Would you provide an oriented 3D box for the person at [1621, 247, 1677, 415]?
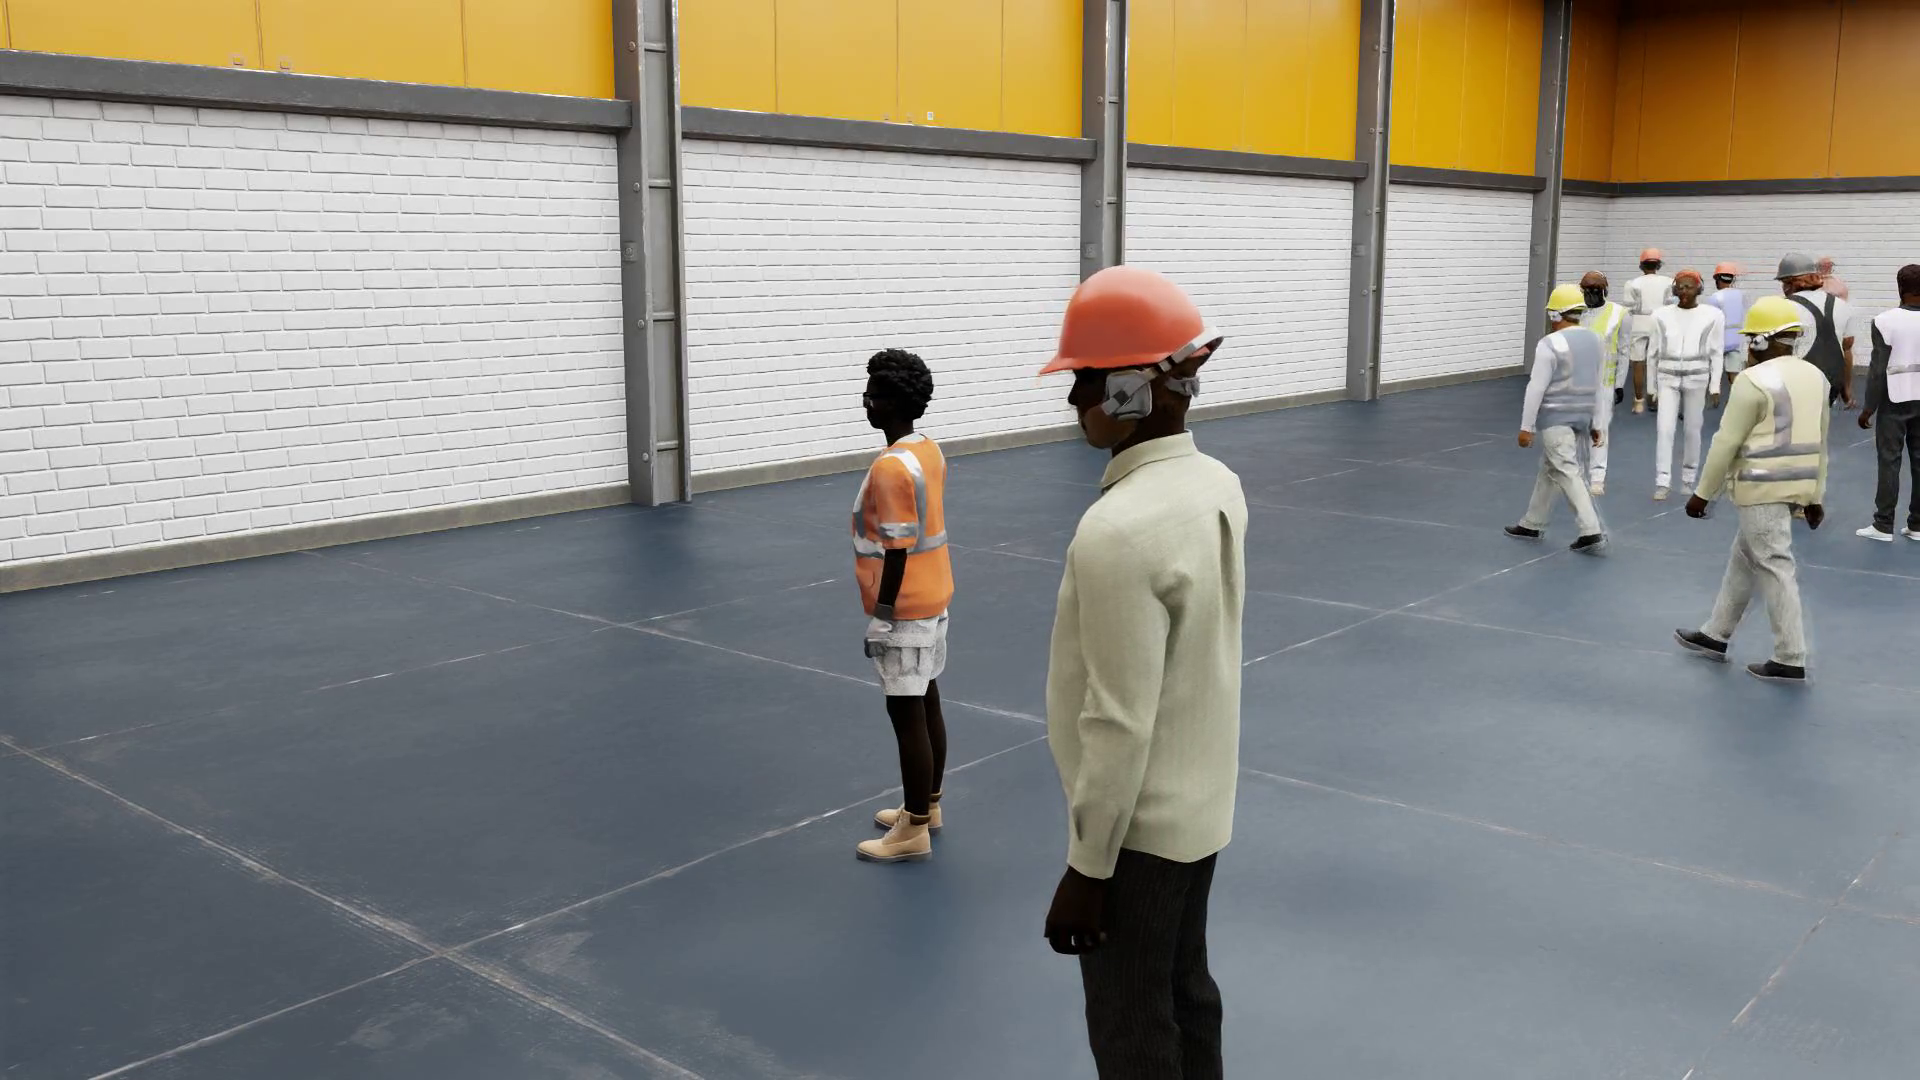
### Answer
[{"bbox_3d":[8.334,-2.531,20.208,0.632,2.032,0.420,1,10,7],"label":"person"}]

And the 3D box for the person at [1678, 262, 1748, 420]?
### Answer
[{"bbox_3d":[8.777,-2.249,19.106,0.537,1.880,0.979,-2,10,-13],"label":"person"}]

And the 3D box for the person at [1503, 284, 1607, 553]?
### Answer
[{"bbox_3d":[4.061,-0.820,11.178,0.607,1.792,0.915,-6,12,-31],"label":"person"}]

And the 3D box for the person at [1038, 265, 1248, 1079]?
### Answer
[{"bbox_3d":[0.326,0.502,3.064,0.382,1.992,0.609,4,11,24],"label":"person"}]

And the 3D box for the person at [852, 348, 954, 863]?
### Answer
[{"bbox_3d":[-0.191,0.218,5.515,0.321,1.697,0.529,2,10,12],"label":"person"}]

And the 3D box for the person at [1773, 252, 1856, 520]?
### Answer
[{"bbox_3d":[6.308,-1.204,12.638,0.706,2.000,0.957,-3,10,-15],"label":"person"}]

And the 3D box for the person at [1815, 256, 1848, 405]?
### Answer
[{"bbox_3d":[11.129,-2.700,21.522,0.643,1.913,0.408,7,12,36],"label":"person"}]

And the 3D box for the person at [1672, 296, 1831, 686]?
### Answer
[{"bbox_3d":[3.722,-0.246,7.899,0.589,1.790,0.863,-7,12,-34],"label":"person"}]

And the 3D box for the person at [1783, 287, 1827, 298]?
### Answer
[{"bbox_3d":[9.374,-2.187,18.586,0.585,1.917,0.381,-3,10,-18],"label":"person"}]

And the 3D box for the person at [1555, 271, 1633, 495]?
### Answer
[{"bbox_3d":[5.163,-1.288,13.698,0.622,1.838,0.429,6,12,30],"label":"person"}]

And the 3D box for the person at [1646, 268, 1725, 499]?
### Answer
[{"bbox_3d":[5.877,-1.260,13.511,0.583,1.897,0.550,5,11,28],"label":"person"}]

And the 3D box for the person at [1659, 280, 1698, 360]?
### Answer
[{"bbox_3d":[9.176,-2.547,21.322,0.580,1.693,0.556,-1,10,-7],"label":"person"}]

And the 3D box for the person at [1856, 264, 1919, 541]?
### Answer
[{"bbox_3d":[6.540,-0.939,11.495,0.587,1.913,0.391,0,10,-2],"label":"person"}]
